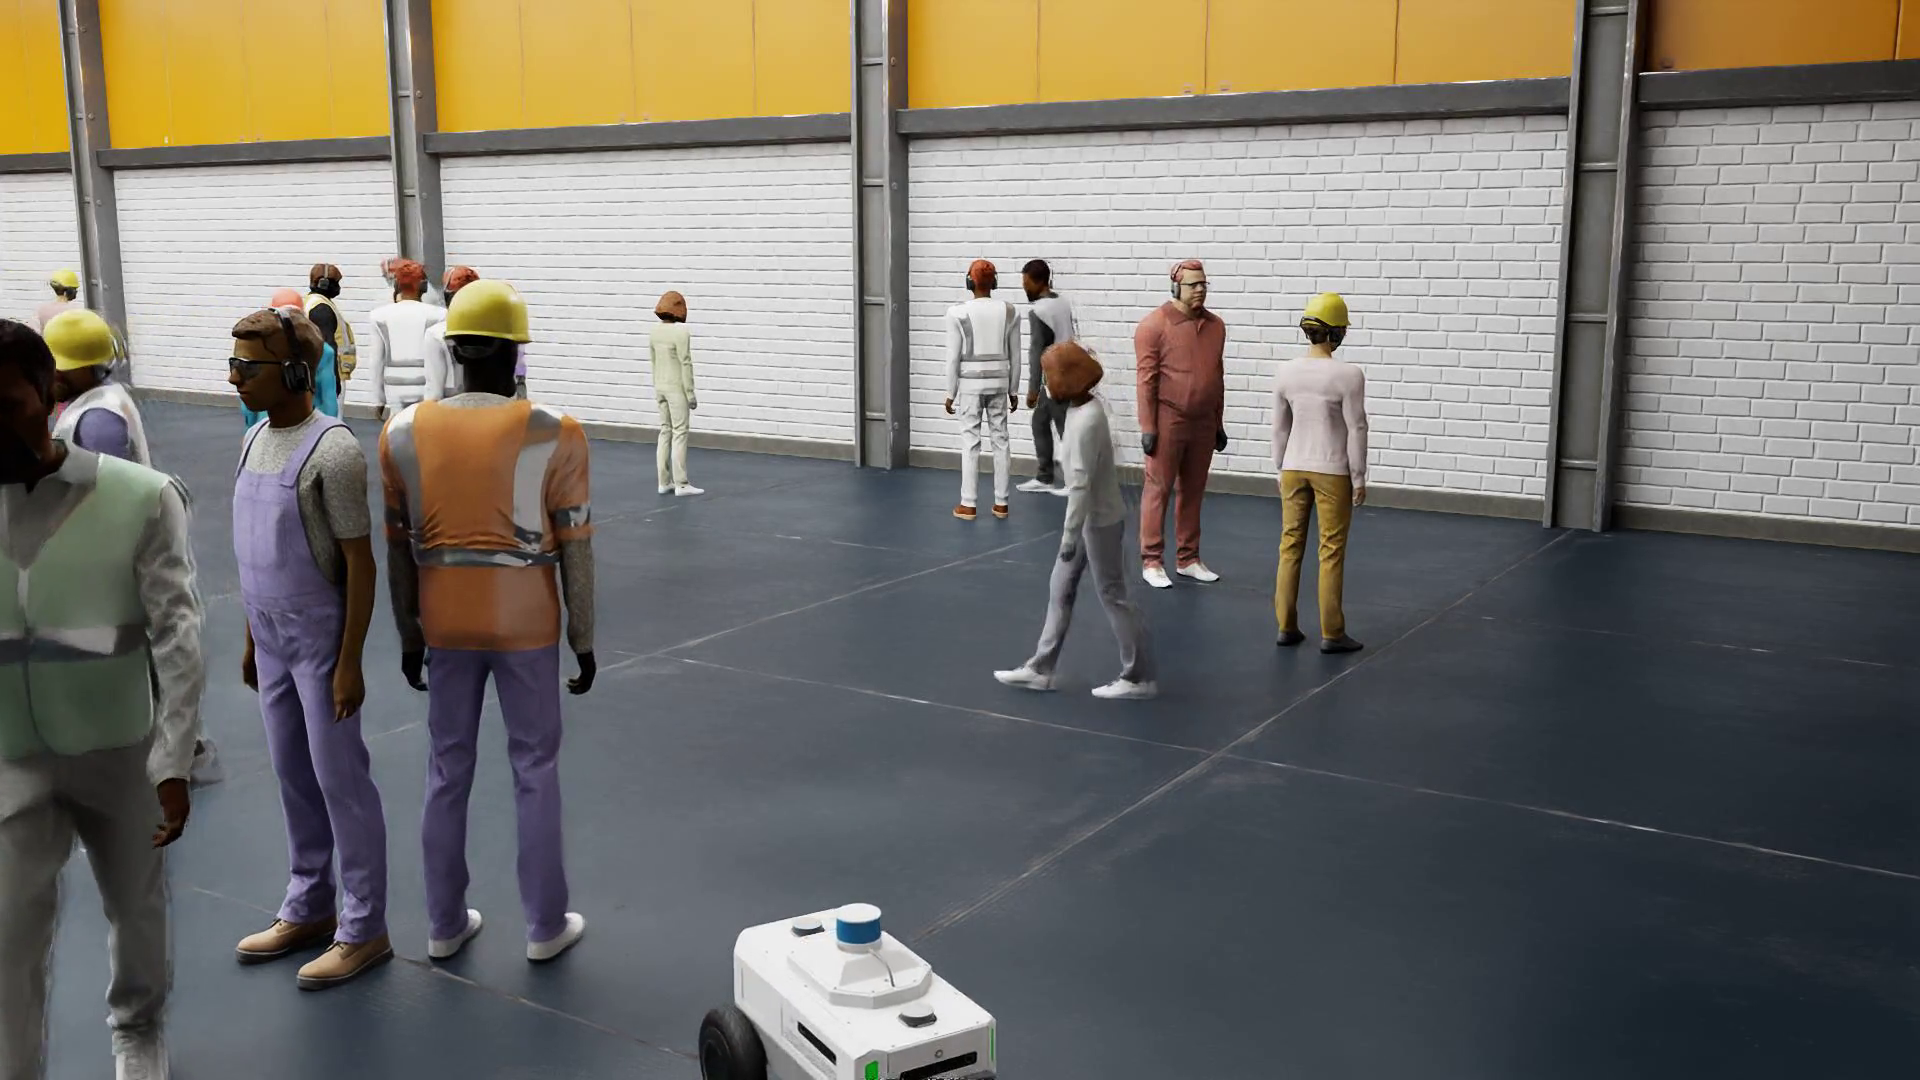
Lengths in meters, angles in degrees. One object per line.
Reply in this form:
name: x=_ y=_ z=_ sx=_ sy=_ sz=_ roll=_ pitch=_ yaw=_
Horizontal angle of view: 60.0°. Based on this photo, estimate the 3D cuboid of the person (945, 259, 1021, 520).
person: x=0.165 y=-1.085 z=12.078 sx=0.574 sy=1.884 sz=0.356 roll=-3 pitch=11 yaw=-18

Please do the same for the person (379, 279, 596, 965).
person: x=-1.310 y=0.234 z=4.689 sx=0.587 sy=1.917 sz=0.410 roll=1 pitch=10 yaw=3

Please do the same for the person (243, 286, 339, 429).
person: x=-4.260 y=-0.747 z=10.625 sx=0.569 sy=1.733 sz=0.695 roll=-5 pitch=11 yaw=-27

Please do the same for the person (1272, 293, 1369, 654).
person: x=1.772 y=-0.324 z=8.190 sx=0.523 sy=1.769 sz=0.310 roll=9 pitch=14 yaw=42

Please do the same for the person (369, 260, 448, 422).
person: x=-3.768 y=-0.986 z=11.528 sx=0.584 sy=1.882 sz=0.337 roll=-1 pitch=10 yaw=-3

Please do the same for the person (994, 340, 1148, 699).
person: x=0.483 y=-0.071 z=7.254 sx=0.776 sy=1.583 sz=0.554 roll=0 pitch=10 yaw=-1

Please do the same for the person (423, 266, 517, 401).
person: x=-2.762 y=-0.602 z=9.431 sx=0.342 sy=1.877 sz=0.578 roll=8 pitch=13 yaw=39

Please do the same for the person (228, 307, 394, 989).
person: x=-1.799 y=0.293 z=4.546 sx=0.514 sy=1.845 sz=0.337 roll=8 pitch=13 yaw=36

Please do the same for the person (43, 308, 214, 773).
person: x=-3.201 y=0.025 z=6.238 sx=0.710 sy=1.791 sz=0.633 roll=-4 pitch=11 yaw=-22

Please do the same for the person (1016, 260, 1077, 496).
person: x=0.690 y=-1.249 z=13.040 sx=0.729 sy=1.864 sz=0.607 roll=3 pitch=11 yaw=16

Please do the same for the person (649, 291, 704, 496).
person: x=-2.271 y=-1.165 z=13.239 sx=0.307 sy=1.626 sz=0.500 roll=-9 pitch=14 yaw=-42

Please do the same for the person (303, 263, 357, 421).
person: x=-5.125 y=-1.323 z=13.530 sx=0.429 sy=1.840 sz=0.624 roll=-6 pitch=12 yaw=-29

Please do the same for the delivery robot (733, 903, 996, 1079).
delivery robot: x=-0.222 y=1.049 z=3.676 sx=0.477 sy=0.478 sz=0.707 roll=-6 pitch=12 yaw=-31

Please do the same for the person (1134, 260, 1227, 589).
person: x=1.324 y=-0.680 z=9.768 sx=0.643 sy=1.910 sz=0.400 roll=-6 pitch=12 yaw=-31

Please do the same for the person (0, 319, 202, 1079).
person: x=-1.904 y=0.472 z=3.509 sx=0.608 sy=1.857 sz=1.053 roll=-3 pitch=11 yaw=-16

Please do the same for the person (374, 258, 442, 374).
person: x=-5.360 y=-1.817 z=16.250 sx=0.961 sy=1.843 sz=0.716 roll=10 pitch=14 yaw=43

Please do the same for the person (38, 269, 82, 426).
person: x=-8.246 y=-1.625 z=15.420 sx=0.541 sy=1.752 sz=0.365 roll=3 pitch=11 yaw=18
